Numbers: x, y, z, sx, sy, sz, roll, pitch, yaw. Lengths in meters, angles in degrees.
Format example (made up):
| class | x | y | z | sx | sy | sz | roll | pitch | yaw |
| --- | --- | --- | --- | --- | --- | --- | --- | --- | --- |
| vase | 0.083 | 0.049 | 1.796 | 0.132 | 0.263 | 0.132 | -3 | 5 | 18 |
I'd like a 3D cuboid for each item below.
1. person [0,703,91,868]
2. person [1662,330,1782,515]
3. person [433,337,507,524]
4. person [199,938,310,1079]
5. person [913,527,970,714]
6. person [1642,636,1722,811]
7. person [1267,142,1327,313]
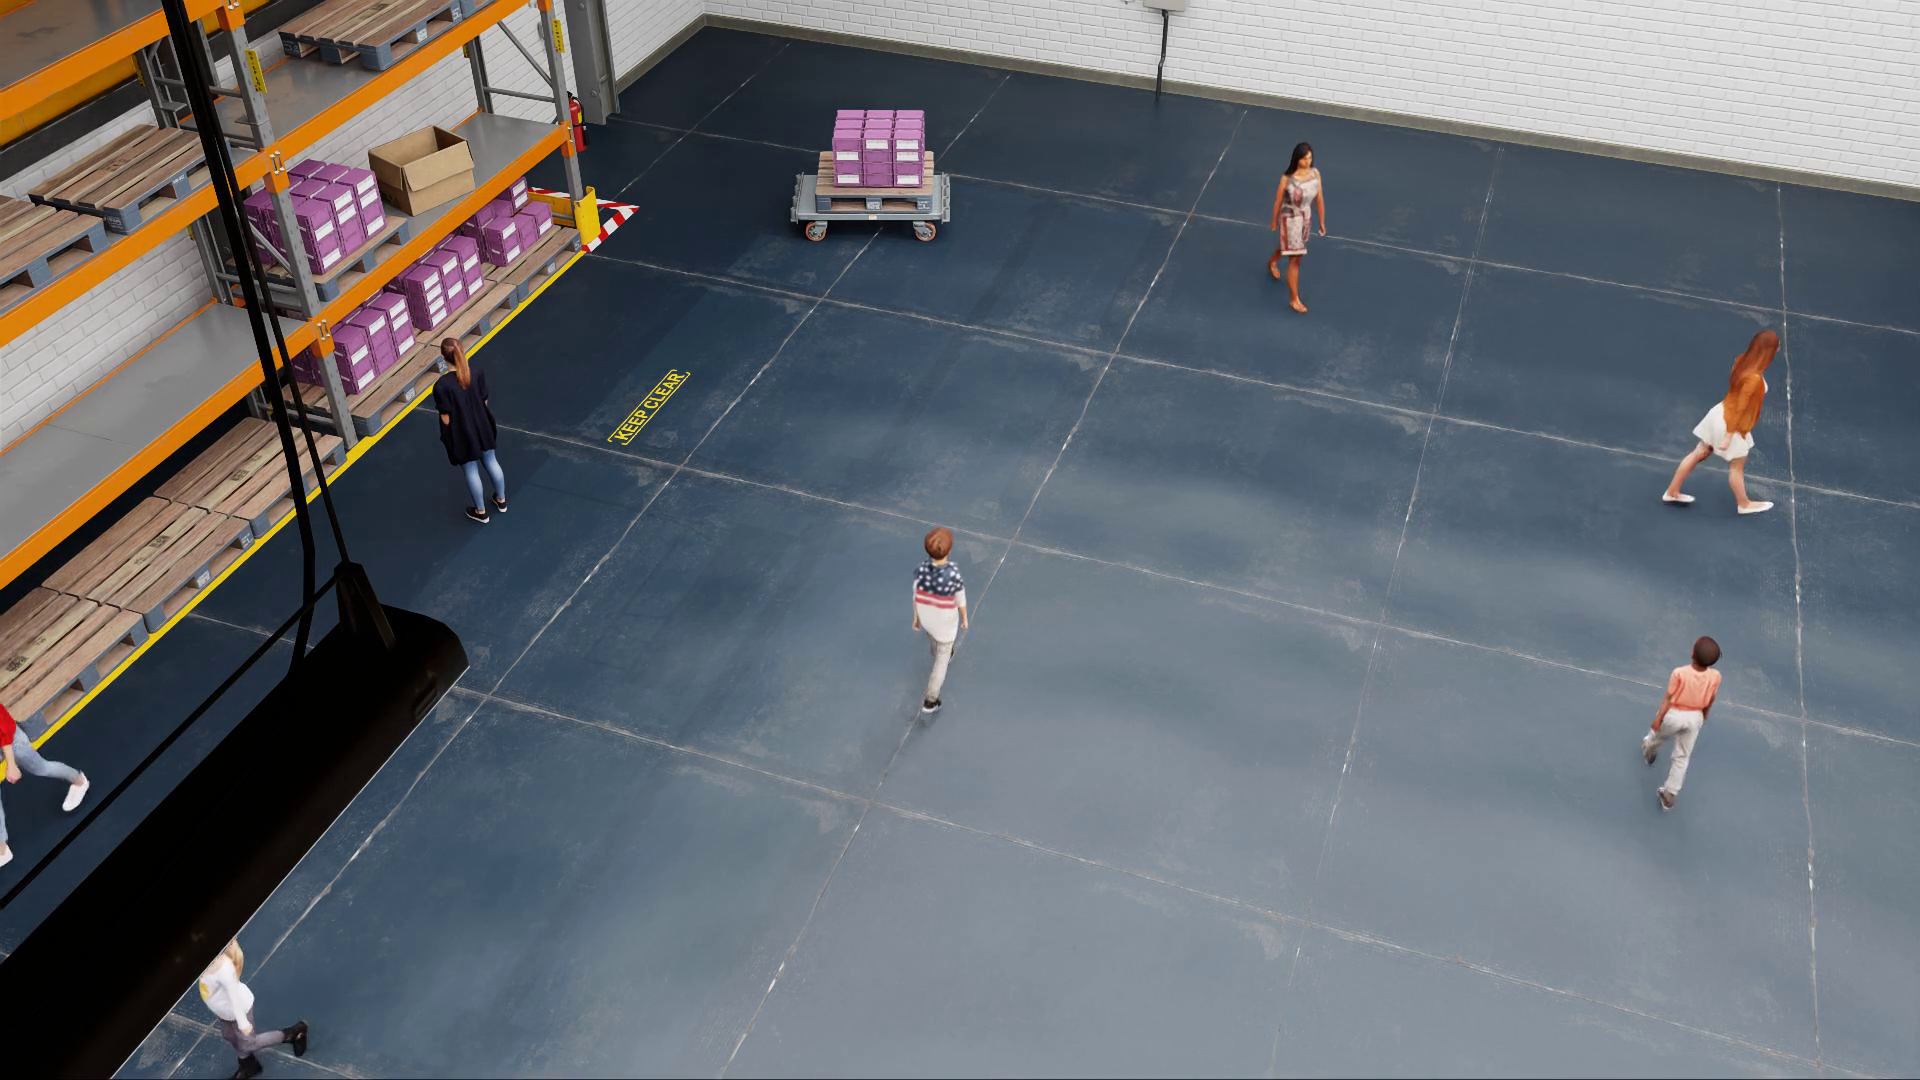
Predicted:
| class | x | y | z | sx | sy | sz | roll | pitch | yaw |
| --- | --- | --- | --- | --- | --- | --- | --- | --- | --- |
| person | -6.027 | 1.265 | 10.557 | 0.623 | 1.653 | 1.114 | 12 | 40 | 14 |
| person | 6.036 | -0.924 | 13.277 | 0.854 | 1.680 | 1.047 | 5 | 39 | 6 |
| person | -3.894 | -0.880 | 13.219 | 0.650 | 1.683 | 0.772 | -31 | 48 | -33 |
| person | -3.981 | 2.561 | 9.245 | 0.825 | 1.266 | 0.683 | -31 | 48 | -33 |
| person | -0.172 | 0.574 | 11.619 | 0.515 | 1.408 | 0.947 | 14 | 41 | 17 |
| person | 4.760 | 1.205 | 10.927 | 0.602 | 1.286 | 0.938 | 6 | 39 | 8 |
| person | 3.204 | -3.109 | 16.075 | 1.105 | 1.603 | 1.188 | -14 | 41 | -17 |
